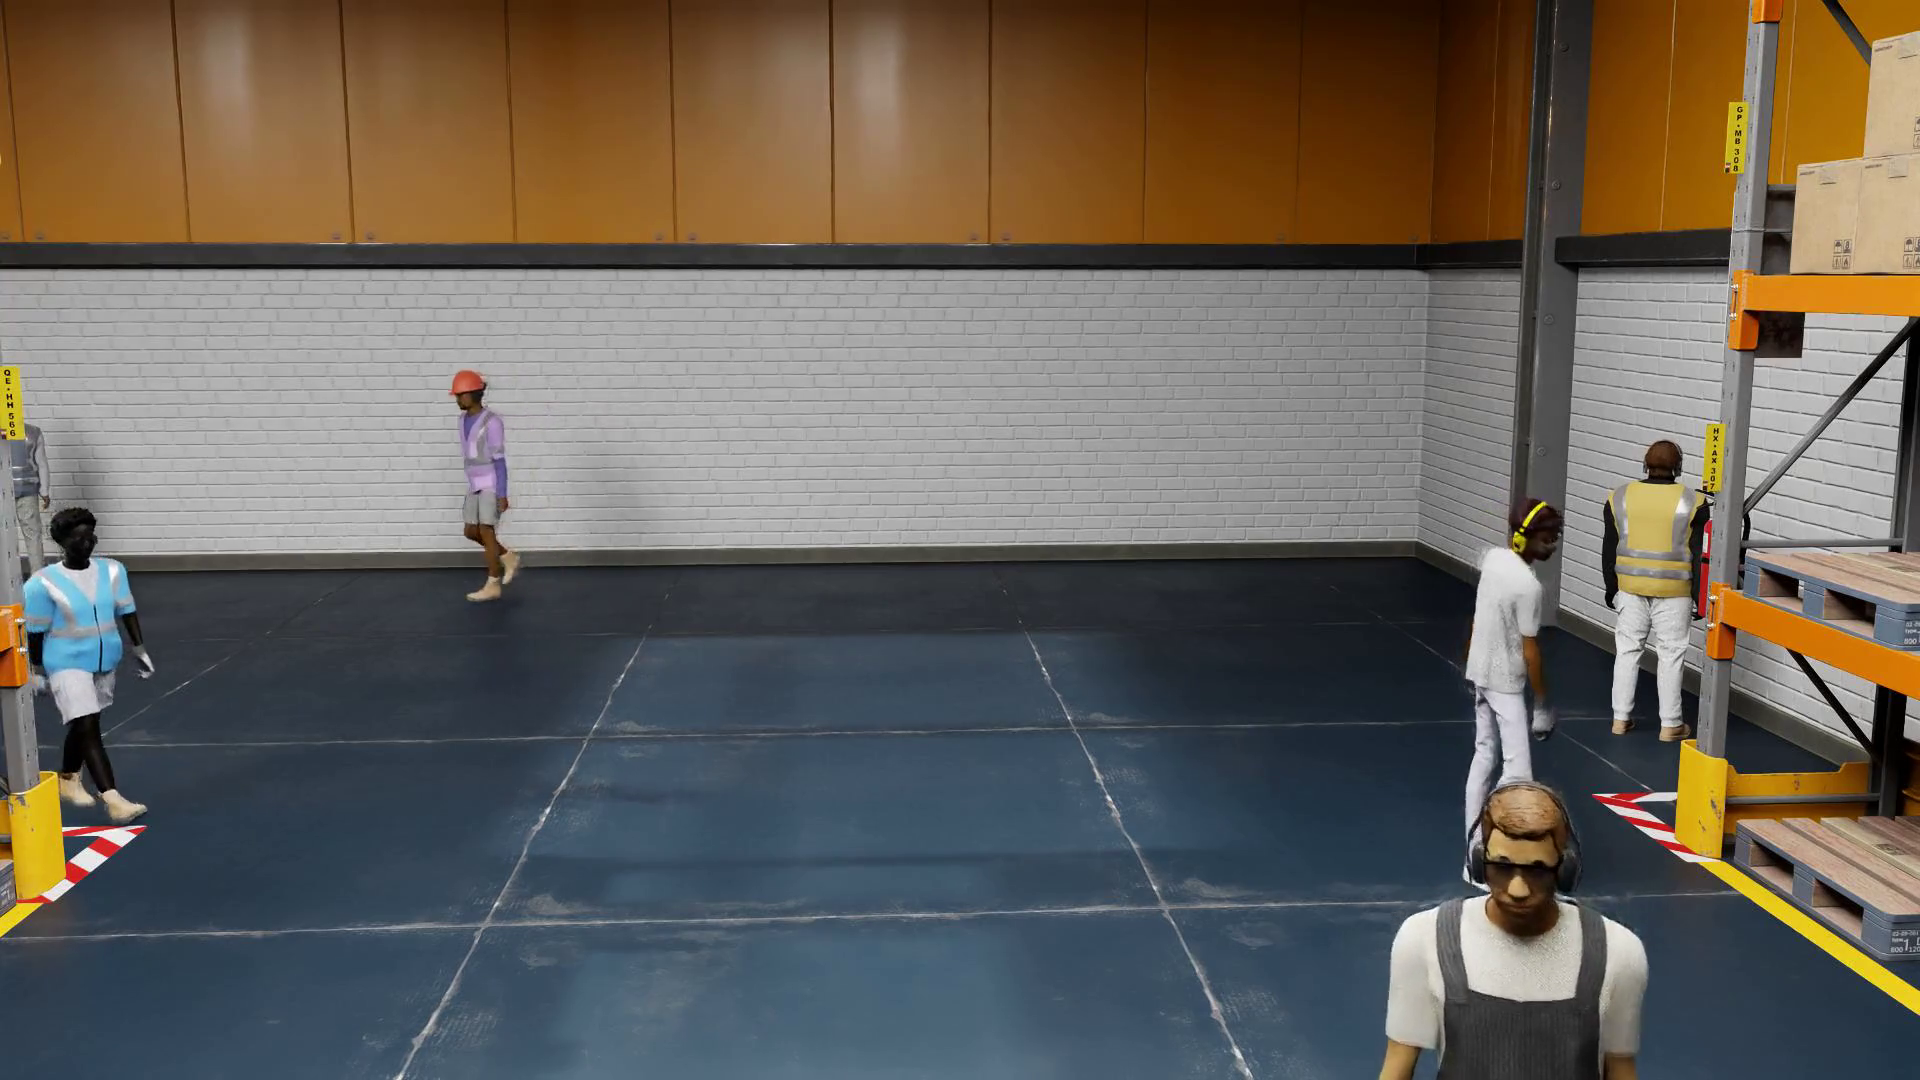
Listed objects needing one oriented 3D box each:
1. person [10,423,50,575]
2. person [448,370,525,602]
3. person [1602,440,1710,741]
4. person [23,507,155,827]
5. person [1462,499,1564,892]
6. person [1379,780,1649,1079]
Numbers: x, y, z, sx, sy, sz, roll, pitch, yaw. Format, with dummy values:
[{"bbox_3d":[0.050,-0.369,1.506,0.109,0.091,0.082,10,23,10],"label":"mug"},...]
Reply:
[{"bbox_3d":[-8.458,-0.436,14.847,0.600,1.831,0.404,-6,11,-33],"label":"person"},{"bbox_3d":[-4.127,-0.481,14.534,0.634,2.021,0.631,8,12,42],"label":"person"},{"bbox_3d":[4.256,0.305,10.169,0.633,1.841,0.429,7,11,37],"label":"person"},{"bbox_3d":[-4.513,0.643,8.648,0.904,1.638,0.546,5,10,28],"label":"person"},{"bbox_3d":[2.521,0.703,7.726,0.352,1.832,0.666,-1,9,-9],"label":"person"},{"bbox_3d":[1.117,1.395,3.407,0.554,1.810,0.859,3,9,18],"label":"person"}]
